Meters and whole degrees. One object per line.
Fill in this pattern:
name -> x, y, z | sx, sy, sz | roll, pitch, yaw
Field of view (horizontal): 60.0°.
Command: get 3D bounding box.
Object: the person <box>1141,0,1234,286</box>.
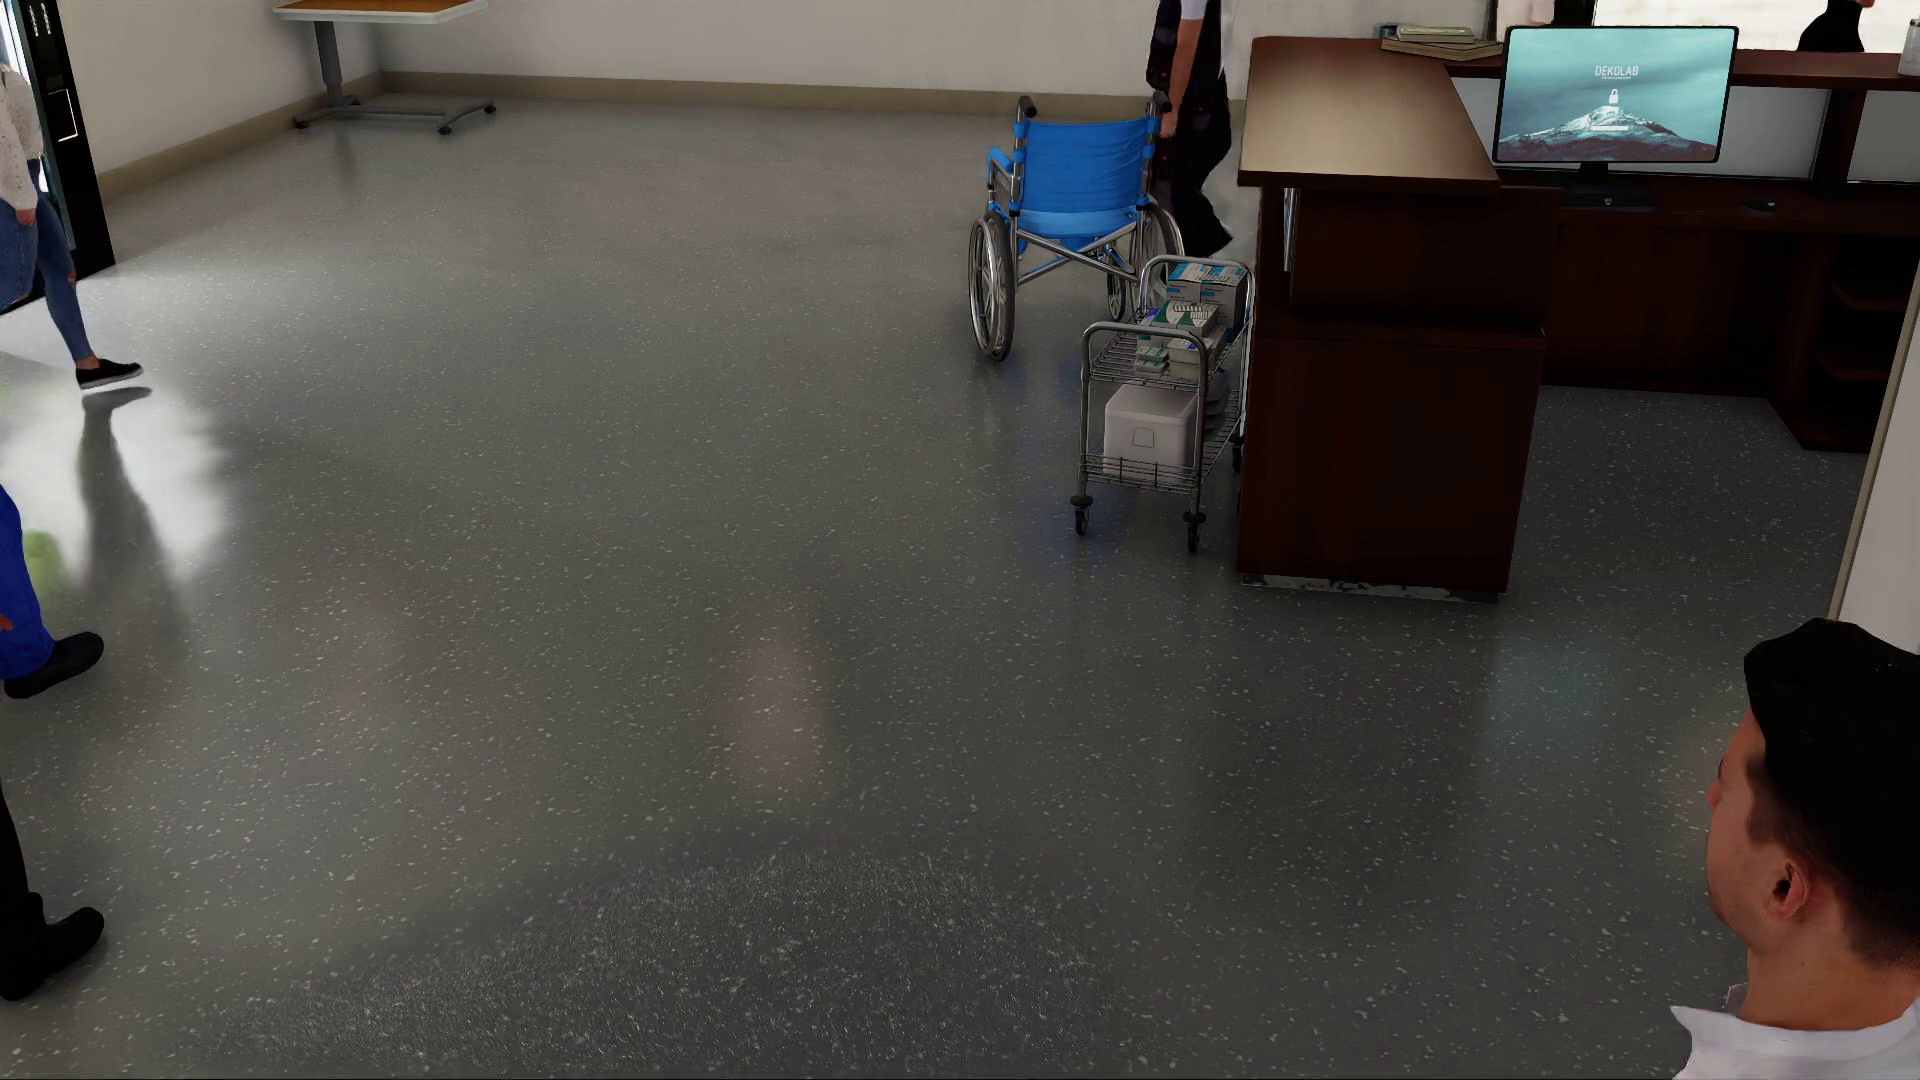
person -> 1.136, -2.054, 7.723 | 0.756, 1.835, 0.670 | 2, 26, 4

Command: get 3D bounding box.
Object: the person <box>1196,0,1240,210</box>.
person -> 1.236, -2.597, 9.028 | 0.815, 1.680, 0.684 | -5, 26, -10

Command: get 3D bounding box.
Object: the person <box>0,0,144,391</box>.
person -> -3.736, -1.311, 6.373 | 1.078, 1.669, 1.058 | -14, 29, -27
